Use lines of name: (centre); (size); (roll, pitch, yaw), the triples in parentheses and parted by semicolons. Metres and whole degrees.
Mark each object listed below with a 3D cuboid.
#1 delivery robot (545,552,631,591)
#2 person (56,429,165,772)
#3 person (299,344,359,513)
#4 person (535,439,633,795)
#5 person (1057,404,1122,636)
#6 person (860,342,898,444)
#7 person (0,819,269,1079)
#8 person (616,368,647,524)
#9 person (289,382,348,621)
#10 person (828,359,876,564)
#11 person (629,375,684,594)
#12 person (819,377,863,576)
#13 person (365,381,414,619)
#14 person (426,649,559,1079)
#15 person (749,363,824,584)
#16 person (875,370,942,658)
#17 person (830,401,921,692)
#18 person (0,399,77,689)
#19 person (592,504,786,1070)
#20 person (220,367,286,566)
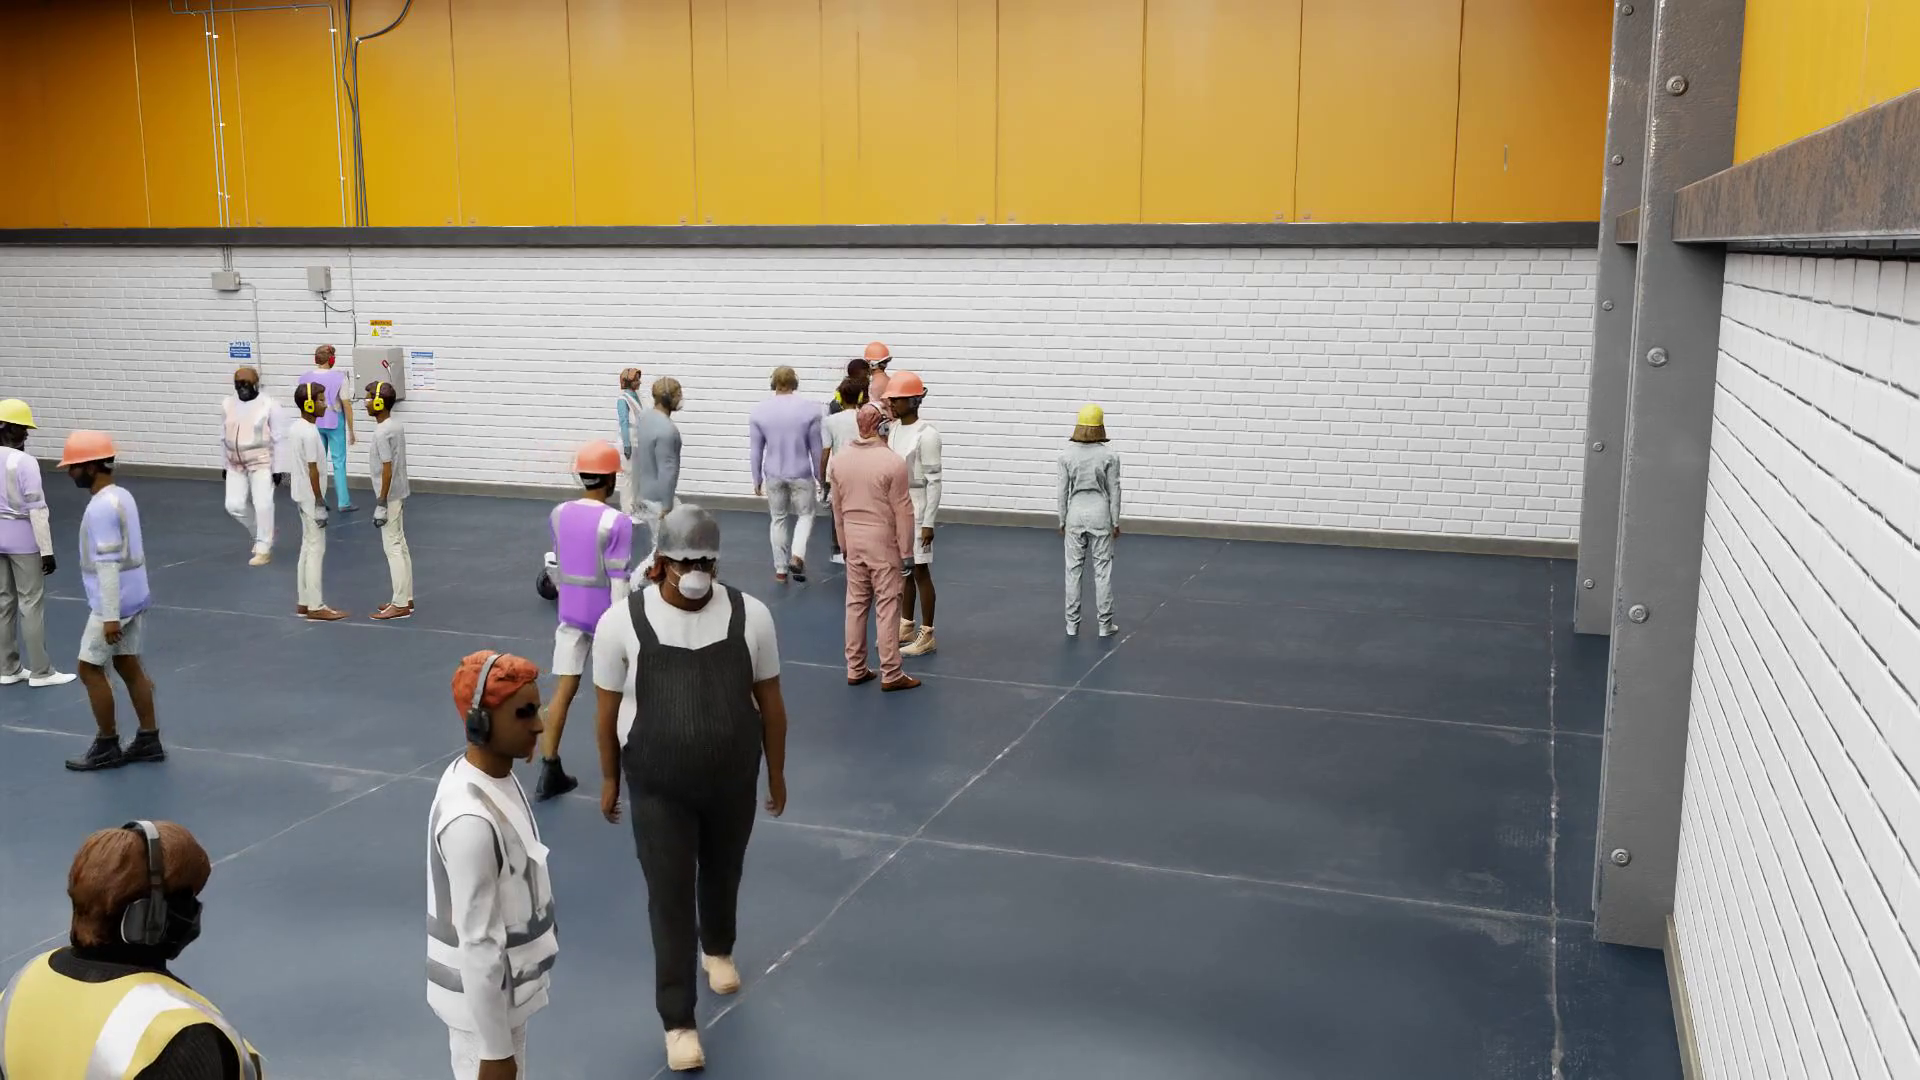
delivery robot: (-3.073, 0.172, 13.771); (0.477, 0.478, 0.707); (8, 13, 37)
person: (-4.773, 0.340, 9.233); (0.531, 1.913, 0.596); (-3, 10, -14)
person: (-6.906, -1.206, 18.159); (0.570, 1.843, 0.372); (1, 10, 6)
person: (-1.978, 0.401, 9.029); (0.561, 1.888, 1.019); (4, 11, 23)
person: (0.972, -0.147, 12.482); (0.483, 1.745, 0.299); (3, 10, 14)
person: (-0.782, -0.921, 16.129); (0.383, 1.996, 0.609); (3, 11, 17)
person: (-1.566, 1.442, 3.280); (0.621, 1.838, 0.429); (7, 12, 33)
person: (-3.460, -0.995, 17.552); (0.308, 1.641, 0.514); (1, 10, 6)
person: (-5.050, -0.300, 12.995); (0.310, 1.868, 0.533); (-7, 12, -33)
person: (-0.916, -0.698, 15.164); (0.647, 1.895, 0.589); (8, 13, 39)
person: (-2.391, -0.317, 12.954); (0.561, 1.926, 0.641); (-5, 11, -25)
person: (-0.918, -0.472, 14.156); (0.538, 1.818, 1.006); (-3, 10, -16)
person: (-4.499, -0.311, 13.056); (0.329, 1.872, 0.508); (-1, 10, -6)
person: (-1.230, 1.216, 4.411); (0.338, 1.882, 0.582); (-2, 10, -12)
person: (-1.478, -0.551, 14.238); (0.651, 1.922, 0.501); (0, 10, 2)
person: (-0.380, -0.185, 11.855); (0.377, 2.041, 0.616); (-6, 12, -32)
person: (-0.541, 0.041, 10.954); (0.643, 1.913, 0.411); (7, 12, 36)
person: (-6.227, 0.028, 11.008); (0.586, 1.917, 0.380); (4, 11, 20)
person: (-0.981, 0.821, 6.199); (0.695, 2.000, 0.925); (-4, 11, -20)
person: (-6.479, -0.677, 15.246); (0.638, 1.822, 0.447); (2, 10, 10)
